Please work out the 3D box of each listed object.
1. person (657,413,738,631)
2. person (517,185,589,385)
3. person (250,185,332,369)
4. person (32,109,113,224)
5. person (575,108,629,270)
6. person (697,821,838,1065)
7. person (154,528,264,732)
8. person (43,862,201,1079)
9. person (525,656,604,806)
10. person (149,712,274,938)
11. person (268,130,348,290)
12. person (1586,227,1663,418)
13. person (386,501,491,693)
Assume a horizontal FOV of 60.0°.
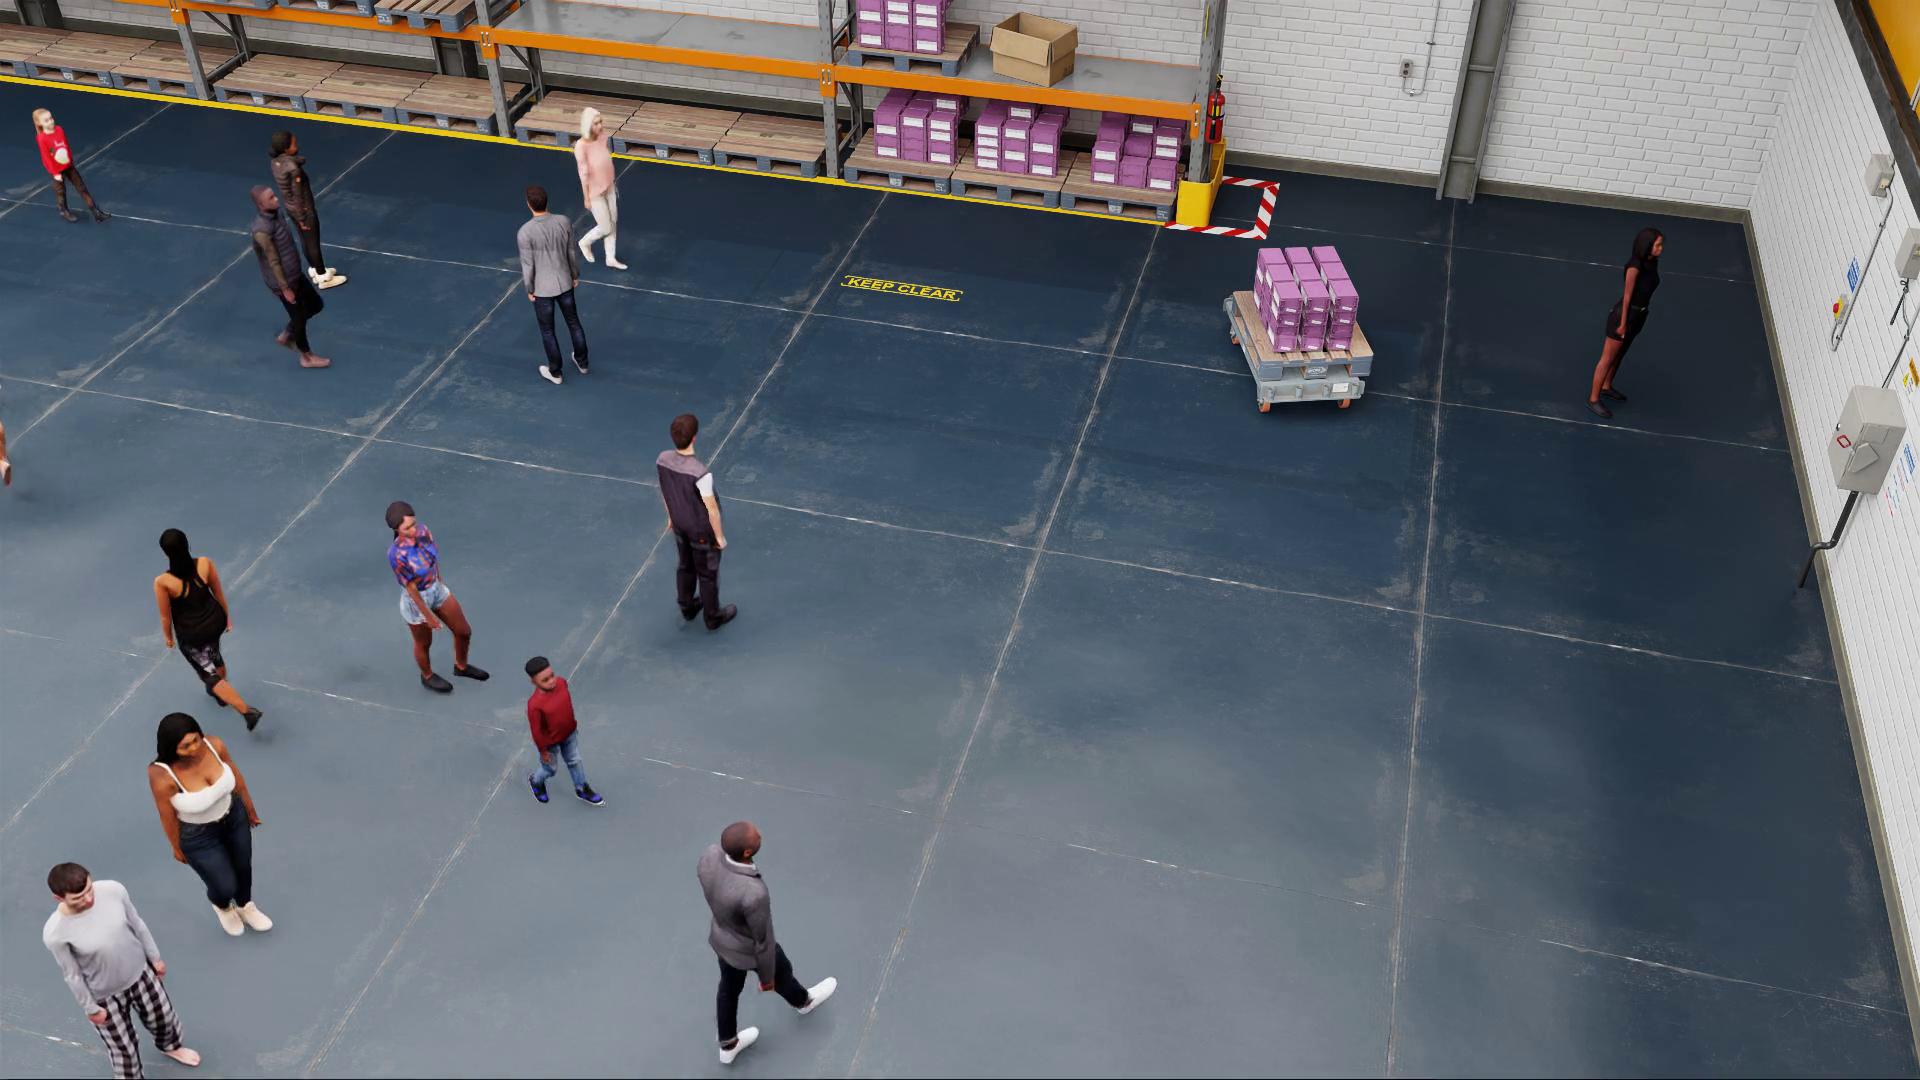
[{"bbox_3d":[-1.935,-0.093,12.068,0.657,1.846,0.803,23,44,26],"label":"person"},{"bbox_3d":[-3.622,-2.274,14.781,0.770,1.869,0.787,-28,46,-30],"label":"person"},{"bbox_3d":[-6.100,-2.332,14.888,0.824,1.825,0.791,0,39,0],"label":"person"},{"bbox_3d":[-9.378,-3.869,17.274,0.925,1.249,0.607,16,41,19],"label":"person"},{"bbox_3d":[-3.618,-3.463,16.395,0.786,1.713,0.678,18,42,21],"label":"person"},{"bbox_3d":[-1.258,2.268,9.159,1.119,1.788,1.128,-31,48,-33],"label":"person"},{"bbox_3d":[-5.138,0.629,11.327,1.091,1.643,0.823,24,44,27],"label":"person"},{"bbox_3d":[-4.577,2.361,8.999,0.672,1.841,0.685,20,43,24],"label":"person"},{"bbox_3d":[-2.681,1.240,10.865,0.786,1.264,0.634,22,44,25],"label":"person"},{"bbox_3d":[-4.512,1.672,9.896,0.754,1.798,0.748,22,44,25],"label":"person"},{"bbox_3d":[-6.377,-3.186,16.085,0.748,1.666,0.691,-19,42,-22],"label":"person"},{"bbox_3d":[5.792,-1.916,14.436,0.675,1.740,0.680,30,47,32],"label":"person"},{"bbox_3d":[-3.797,0.419,11.526,0.707,1.723,0.610,12,40,14],"label":"person"}]
